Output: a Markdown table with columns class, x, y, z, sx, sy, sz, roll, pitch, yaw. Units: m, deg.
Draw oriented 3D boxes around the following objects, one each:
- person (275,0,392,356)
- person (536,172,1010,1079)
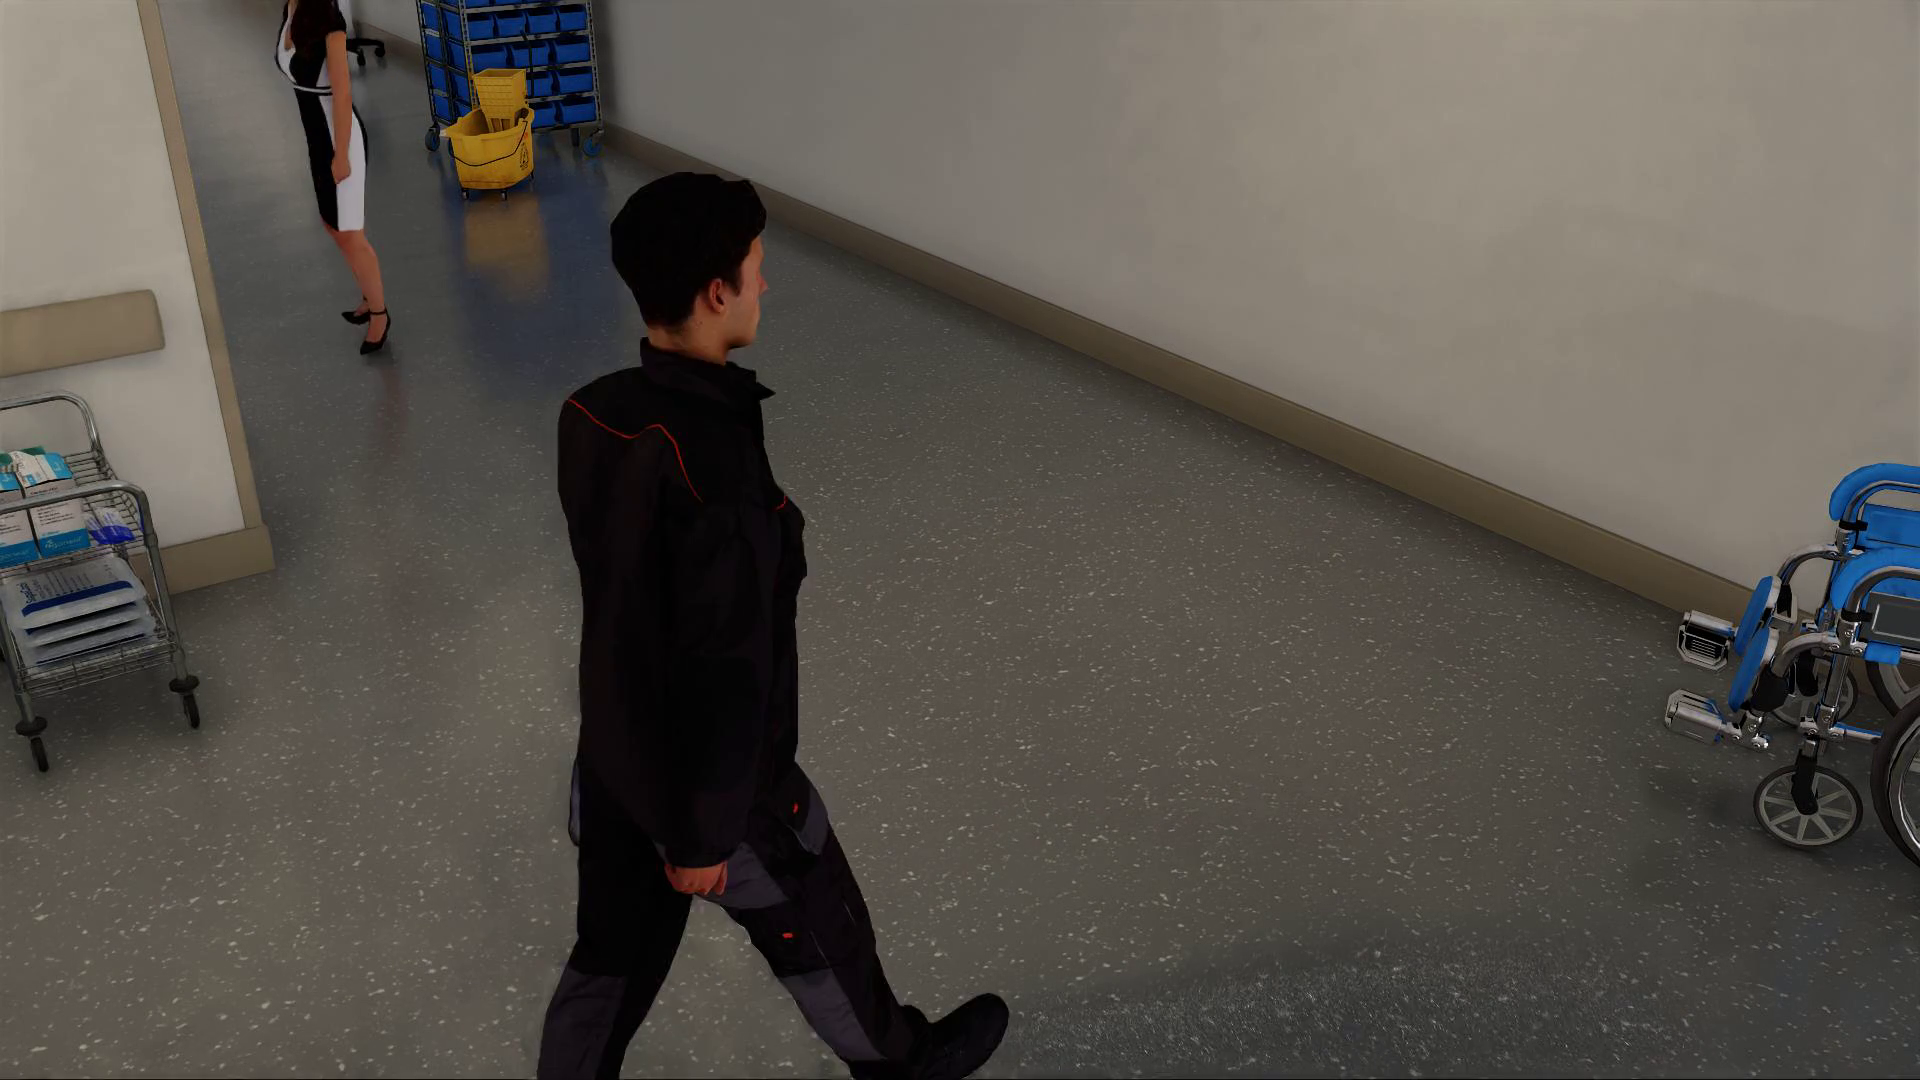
| class | x | y | z | sx | sy | sz | roll | pitch | yaw |
| --- | --- | --- | --- | --- | --- | --- | --- | --- | --- |
| person | -2.672 | -1.671 | 7.175 | 0.628 | 1.761 | 0.798 | -14 | 29 | -27 |
| person | -0.526 | 0.404 | 2.721 | 1.232 | 1.890 | 0.750 | -19 | 31 | -34 |
